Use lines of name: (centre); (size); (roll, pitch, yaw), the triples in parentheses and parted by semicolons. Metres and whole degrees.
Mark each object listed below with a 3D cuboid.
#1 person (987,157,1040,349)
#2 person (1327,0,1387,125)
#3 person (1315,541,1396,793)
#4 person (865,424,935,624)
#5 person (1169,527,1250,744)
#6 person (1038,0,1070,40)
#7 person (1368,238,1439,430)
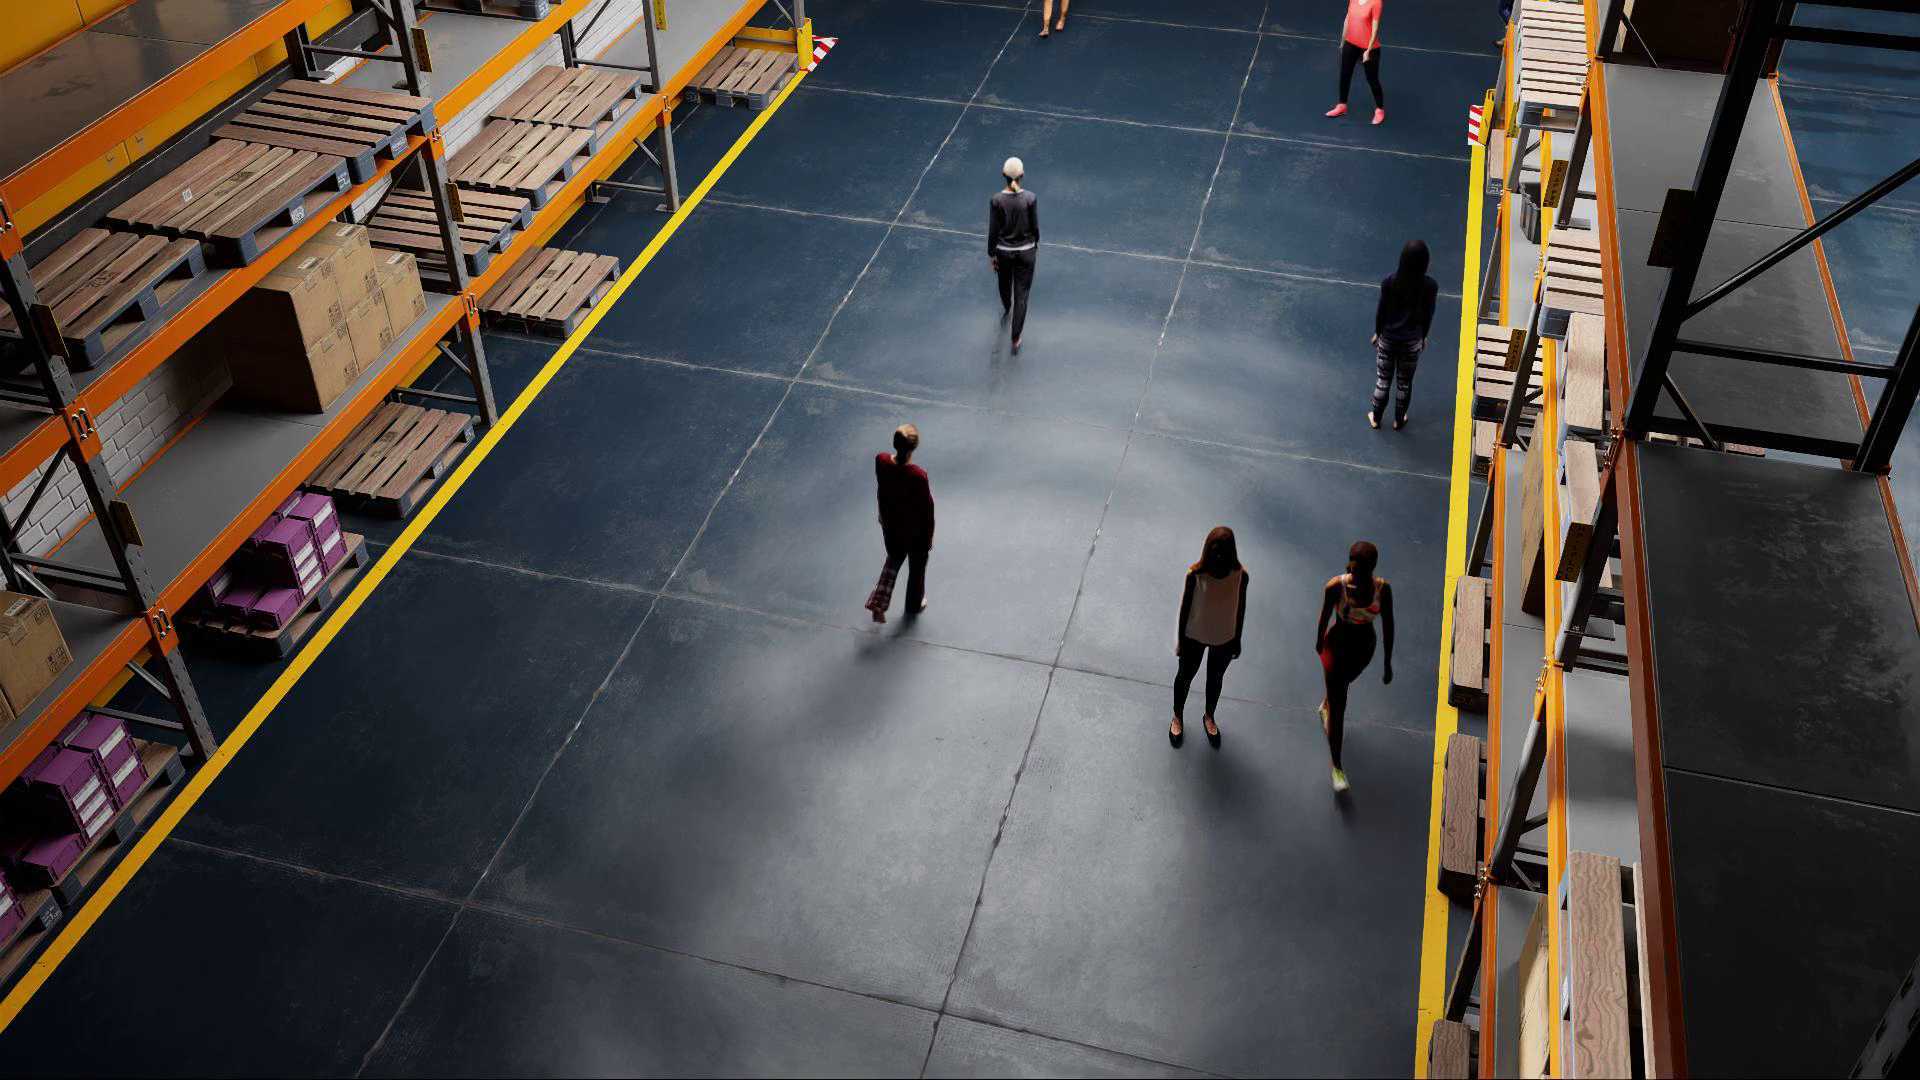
person: (0.490, -2.499, 14.646); (0.703, 1.677, 1.132); (4, 39, 5)
person: (4.417, -5.435, 18.317); (0.936, 1.684, 0.916); (-27, 46, -29)
person: (2.475, 0.646, 10.654); (0.813, 1.745, 1.180); (-2, 39, -2)
person: (-0.432, -0.081, 11.614); (0.752, 1.683, 0.884); (20, 43, 23)
person: (1.601, 0.602, 10.727); (0.613, 1.722, 0.567); (1, 39, 2)
person: (1.245, -7.040, 20.315); (0.648, 1.699, 1.042); (12, 40, 14)
person: (3.597, -1.668, 13.560); (0.599, 1.734, 0.501); (9, 39, 11)
